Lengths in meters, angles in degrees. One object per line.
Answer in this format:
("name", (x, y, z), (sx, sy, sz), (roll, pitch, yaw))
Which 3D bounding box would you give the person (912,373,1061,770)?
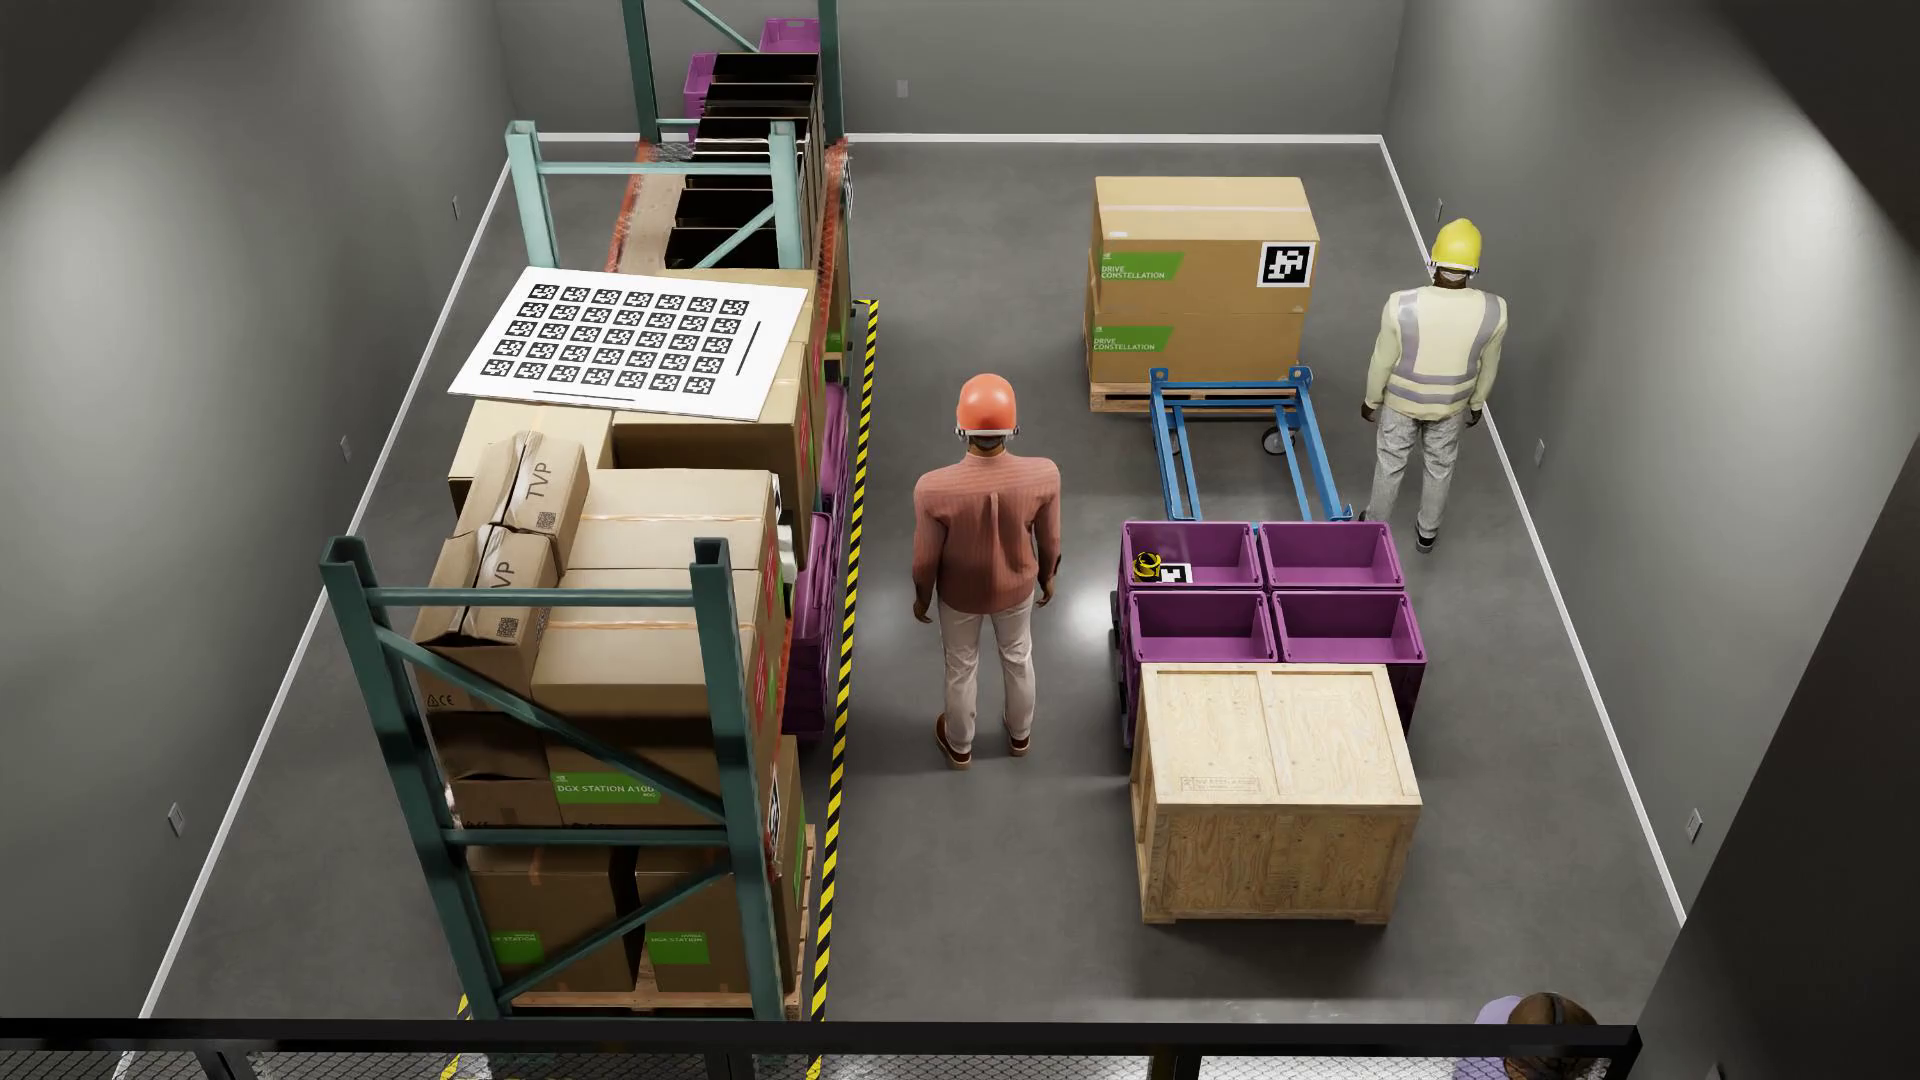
("person", (0.102, 0.162, 6.887), (0.625, 1.992, 0.388), (-9, 42, -11))

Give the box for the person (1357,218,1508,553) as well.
("person", (2.240, -0.709, 8.002), (0.599, 1.830, 0.403), (2, 41, 3))

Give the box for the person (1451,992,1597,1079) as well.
("person", (1.530, 1.936, 4.907), (0.373, 1.939, 0.628), (11, 42, 12))
